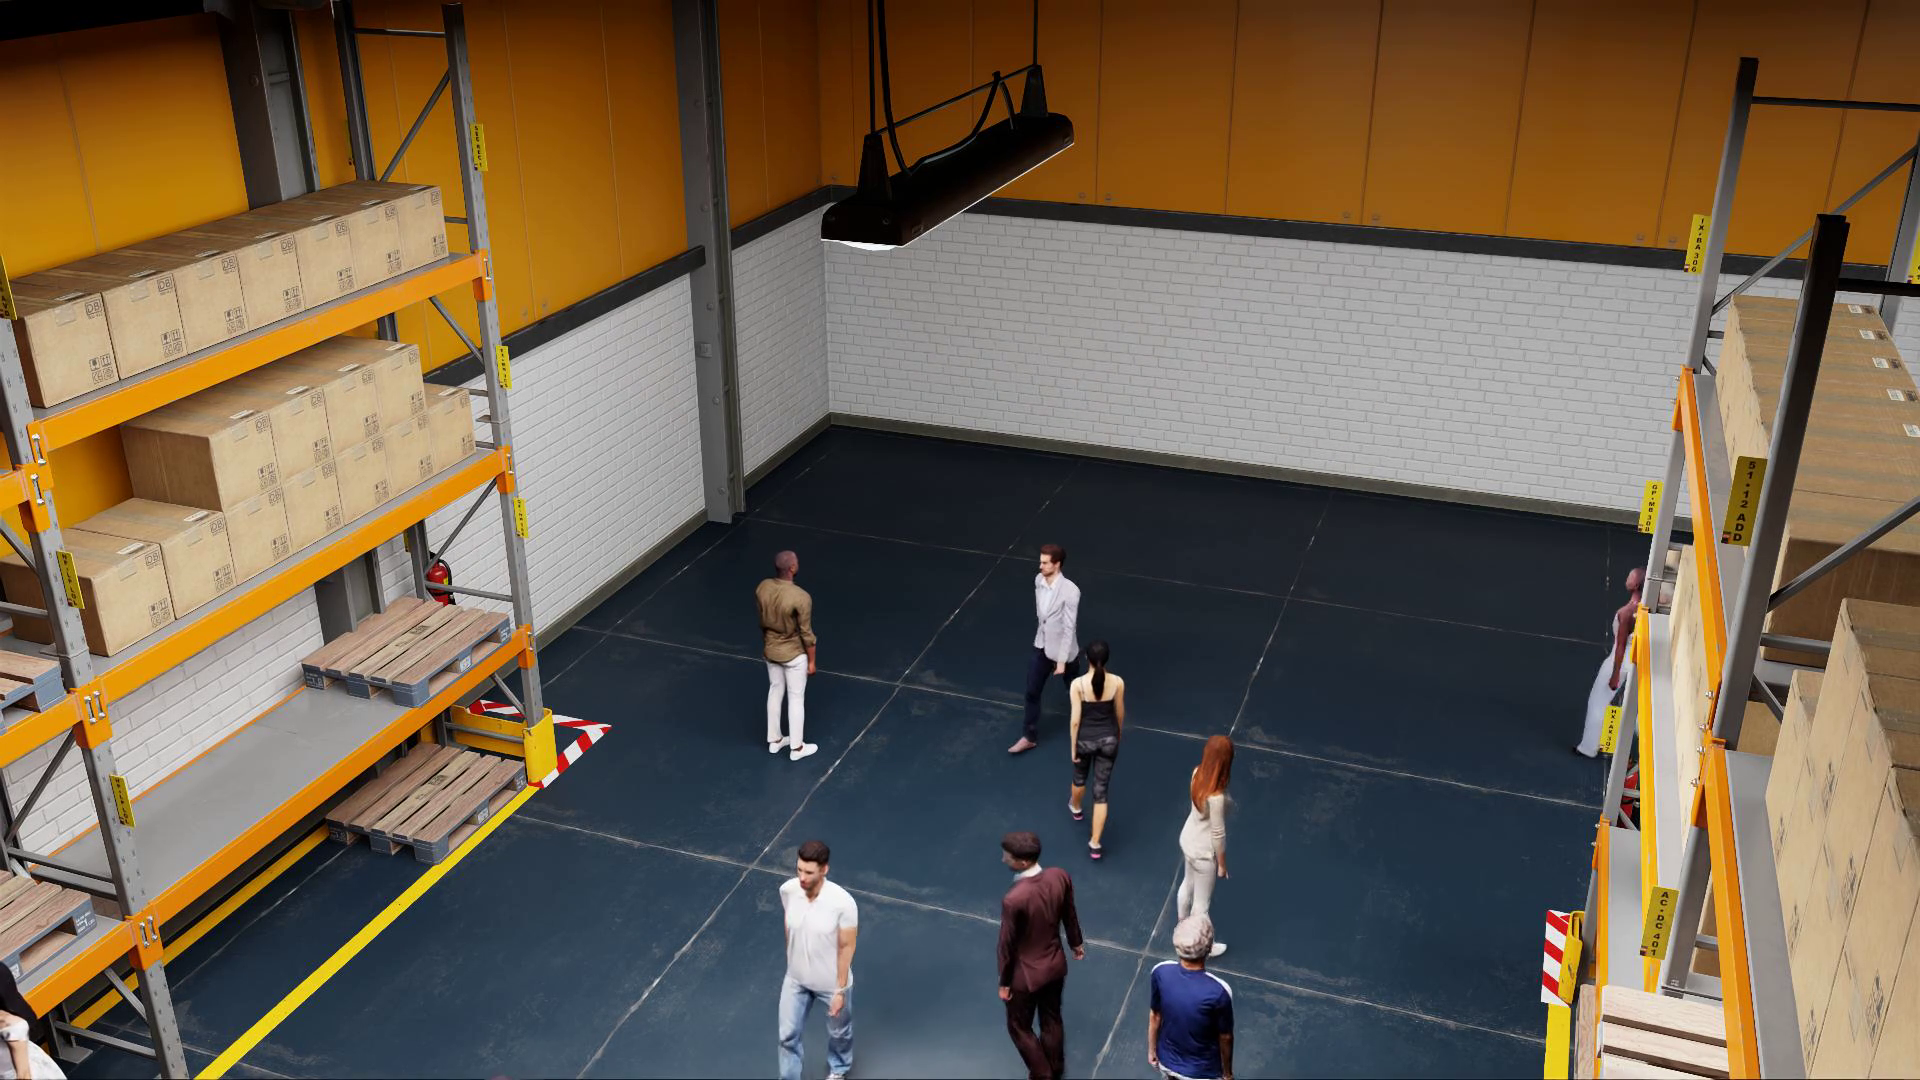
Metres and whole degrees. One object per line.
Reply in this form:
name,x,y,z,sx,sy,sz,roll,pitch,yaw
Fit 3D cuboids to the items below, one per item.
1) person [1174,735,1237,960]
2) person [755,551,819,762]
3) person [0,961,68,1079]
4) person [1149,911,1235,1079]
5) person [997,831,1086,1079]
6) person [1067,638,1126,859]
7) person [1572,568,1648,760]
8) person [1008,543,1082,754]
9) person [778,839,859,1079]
person,1.594,2.048,11.102,0.757,1.707,0.669,-5,24,-11
person,-1.411,0.930,13.519,0.756,1.822,0.637,14,27,29
person,-4.991,2.975,8.905,0.799,1.769,0.776,-19,30,-36
person,1.219,2.887,9.046,0.827,1.818,1.087,16,28,32
person,0.441,2.527,9.826,0.791,1.853,0.954,-12,26,-26
person,1.019,1.554,12.237,0.809,1.704,1.047,-1,24,-2
person,5.395,1.082,13.252,1.085,1.757,1.009,-18,29,-35
person,0.876,0.870,13.664,1.284,1.815,1.045,-20,31,-38
person,-0.788,2.527,9.848,0.696,1.835,0.949,9,25,21
